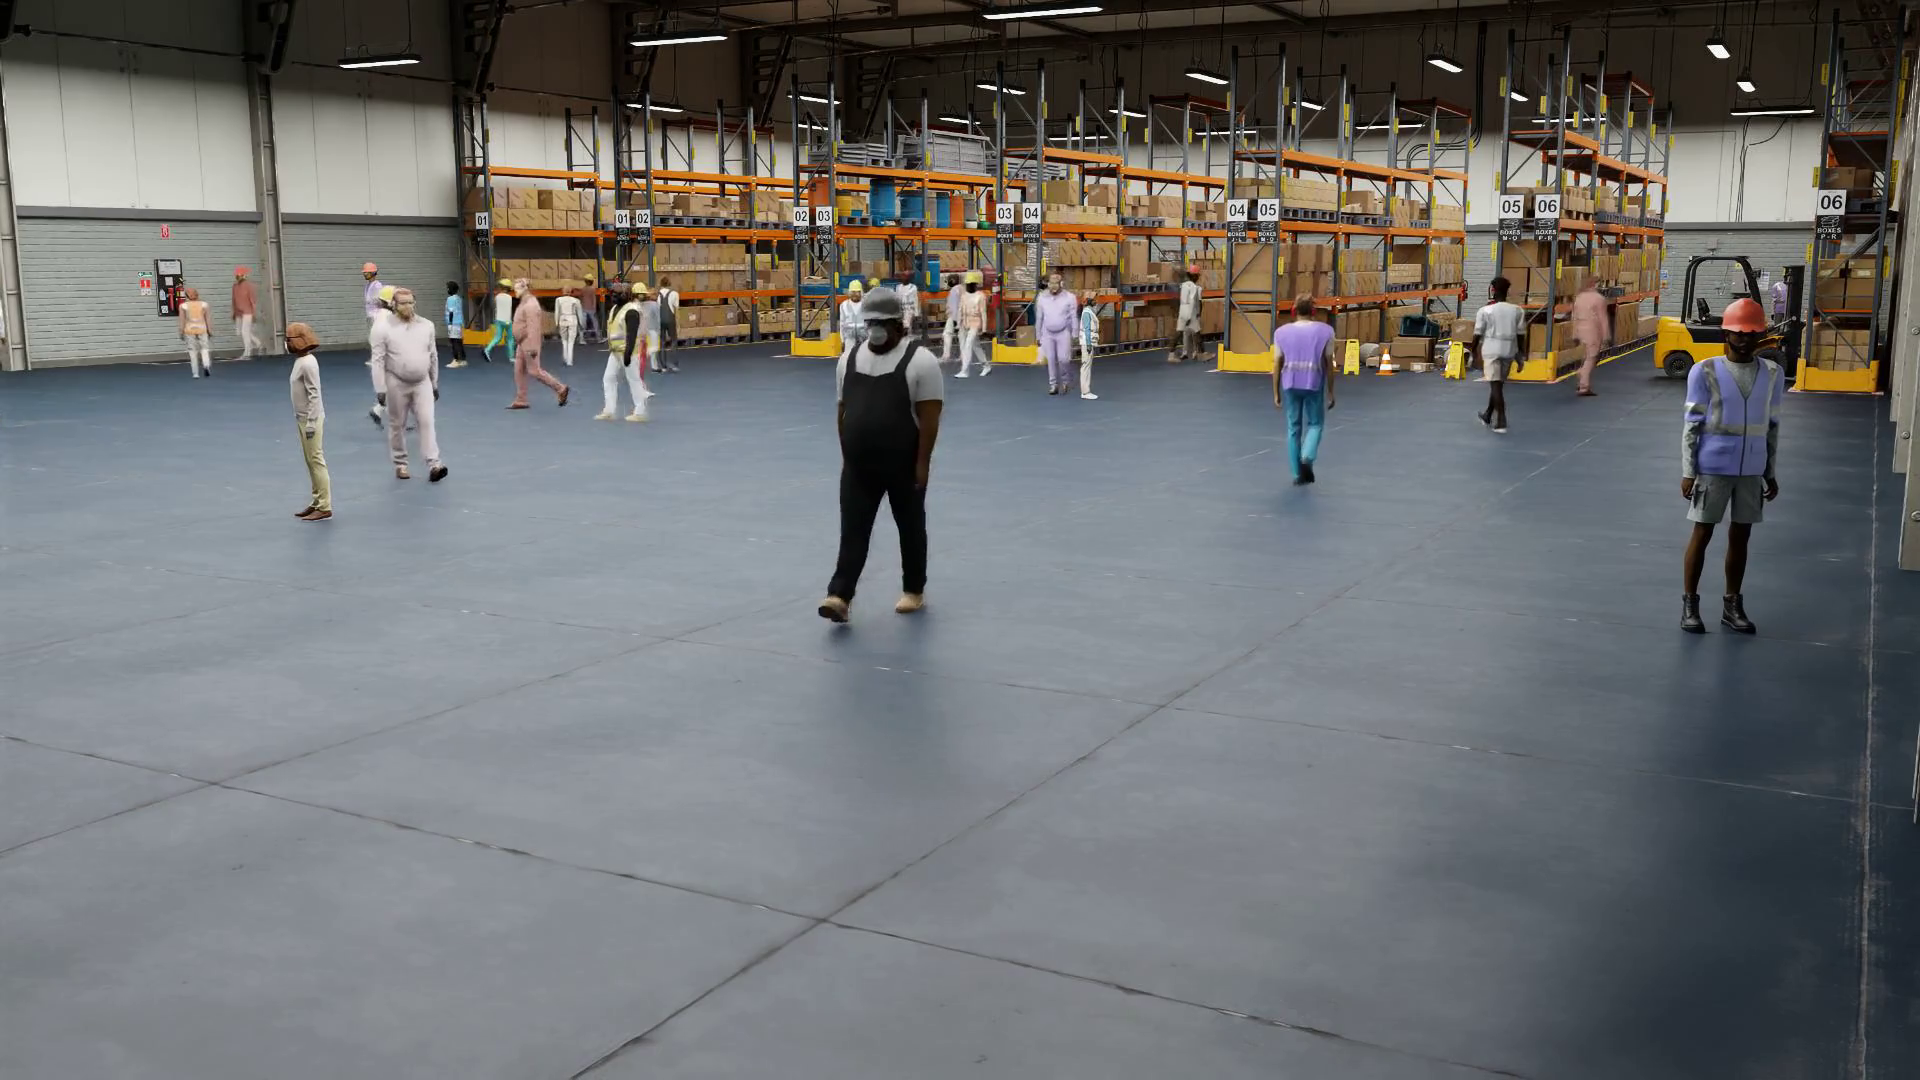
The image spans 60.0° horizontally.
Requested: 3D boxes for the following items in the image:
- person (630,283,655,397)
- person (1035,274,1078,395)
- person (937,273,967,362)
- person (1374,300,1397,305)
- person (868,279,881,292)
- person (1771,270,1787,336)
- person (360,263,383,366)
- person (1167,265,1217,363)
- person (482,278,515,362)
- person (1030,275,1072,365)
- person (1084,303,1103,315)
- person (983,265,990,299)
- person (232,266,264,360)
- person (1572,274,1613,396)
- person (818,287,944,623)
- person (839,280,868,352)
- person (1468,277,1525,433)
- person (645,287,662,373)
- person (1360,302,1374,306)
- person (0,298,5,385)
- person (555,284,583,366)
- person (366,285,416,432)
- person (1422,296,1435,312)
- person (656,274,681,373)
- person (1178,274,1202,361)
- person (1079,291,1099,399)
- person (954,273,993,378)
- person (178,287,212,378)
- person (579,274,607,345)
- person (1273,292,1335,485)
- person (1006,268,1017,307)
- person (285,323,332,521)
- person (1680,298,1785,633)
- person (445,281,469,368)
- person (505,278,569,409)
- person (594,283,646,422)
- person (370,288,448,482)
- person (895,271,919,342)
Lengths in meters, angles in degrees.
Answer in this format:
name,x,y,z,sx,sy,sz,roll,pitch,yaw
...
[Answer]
name,x,y,z,sx,sy,sz,roll,pitch,yaw
person,-4.946,-3.086,25.721,0.312,1.768,0.527,1,10,6
person,1.495,-3.213,26.077,0.678,1.889,0.481,3,10,19
person,-0.169,-4.537,34.077,0.746,1.818,0.650,3,10,19
person,11.320,-6.325,44.359,0.585,1.886,0.952,6,11,31
person,-1.754,-4.594,34.731,0.483,1.694,0.876,9,13,41
person,18.329,-5.080,36.951,0.589,1.917,0.400,1,10,5
person,-11.595,-4.442,32.841,0.377,2.041,0.616,-8,12,-38
person,4.703,-4.586,33.852,1.077,1.976,0.620,-4,10,-22
person,-9.387,-4.467,33.912,0.529,1.738,0.759,8,12,39
person,1.814,-4.391,33.261,0.815,1.805,0.664,-3,10,-18
person,3.267,-5.903,41.751,0.650,1.917,0.523,7,12,37
person,0.888,-7.549,51.435,0.552,1.911,0.823,4,10,21
person,-14.964,-4.766,34.941,0.630,1.971,0.670,5,11,28
person,9.869,-3.170,25.852,0.519,1.890,0.648,-2,10,-9
person,-0.481,-0.512,9.835,0.704,2.000,1.033,3,10,19
person,-1.619,-3.173,26.155,0.595,1.788,0.903,0,10,3
person,6.696,-2.324,20.816,0.628,1.910,0.990,-1,10,-9
person,-5.753,-3.893,30.881,0.572,1.609,0.508,-8,12,-37
person,11.077,-6.395,44.827,0.530,1.856,0.371,9,13,44
person,-15.748,-3.357,26.870,0.545,1.919,0.510,-6,12,-33
person,-7.749,-4.264,33.053,0.538,1.601,0.795,0,10,-1
person,-6.995,-2.199,20.355,0.515,1.820,0.611,-6,11,-31
person,13.441,-6.969,47.821,0.472,1.974,0.655,7,12,36
person,-5.469,-4.019,30.975,0.534,1.835,0.399,0,10,0
person,4.804,-4.680,34.730,0.532,1.873,0.315,7,12,34
person,1.971,-2.969,25.397,0.308,1.640,0.511,2,10,9
person,0.261,-3.873,29.989,0.970,1.886,0.588,-7,12,-37
person,-13.602,-3.682,29.568,0.544,1.625,0.352,-7,12,-34
person,-9.082,-5.660,40.896,0.543,1.711,0.895,5,11,28
person,3.258,-1.421,15.760,0.598,1.832,0.435,3,10,18
person,1.494,-7.173,49.306,1.022,1.879,0.564,-7,12,-35
person,-5.382,-0.971,13.715,0.266,1.631,0.507,-5,11,-29
person,4.450,-0.416,9.580,0.552,1.934,0.373,0,10,2
person,-9.847,-4.199,32.500,0.349,1.671,0.592,1,10,5
person,-6.066,-2.794,23.695,0.801,1.879,0.651,-5,11,-28
person,-4.488,-2.438,21.758,0.784,1.812,0.652,-7,12,-36
person,-5.301,-1.478,16.013,0.677,1.854,0.977,-7,12,-35
person,-1.272,-4.986,36.616,0.579,1.844,0.912,9,13,43
